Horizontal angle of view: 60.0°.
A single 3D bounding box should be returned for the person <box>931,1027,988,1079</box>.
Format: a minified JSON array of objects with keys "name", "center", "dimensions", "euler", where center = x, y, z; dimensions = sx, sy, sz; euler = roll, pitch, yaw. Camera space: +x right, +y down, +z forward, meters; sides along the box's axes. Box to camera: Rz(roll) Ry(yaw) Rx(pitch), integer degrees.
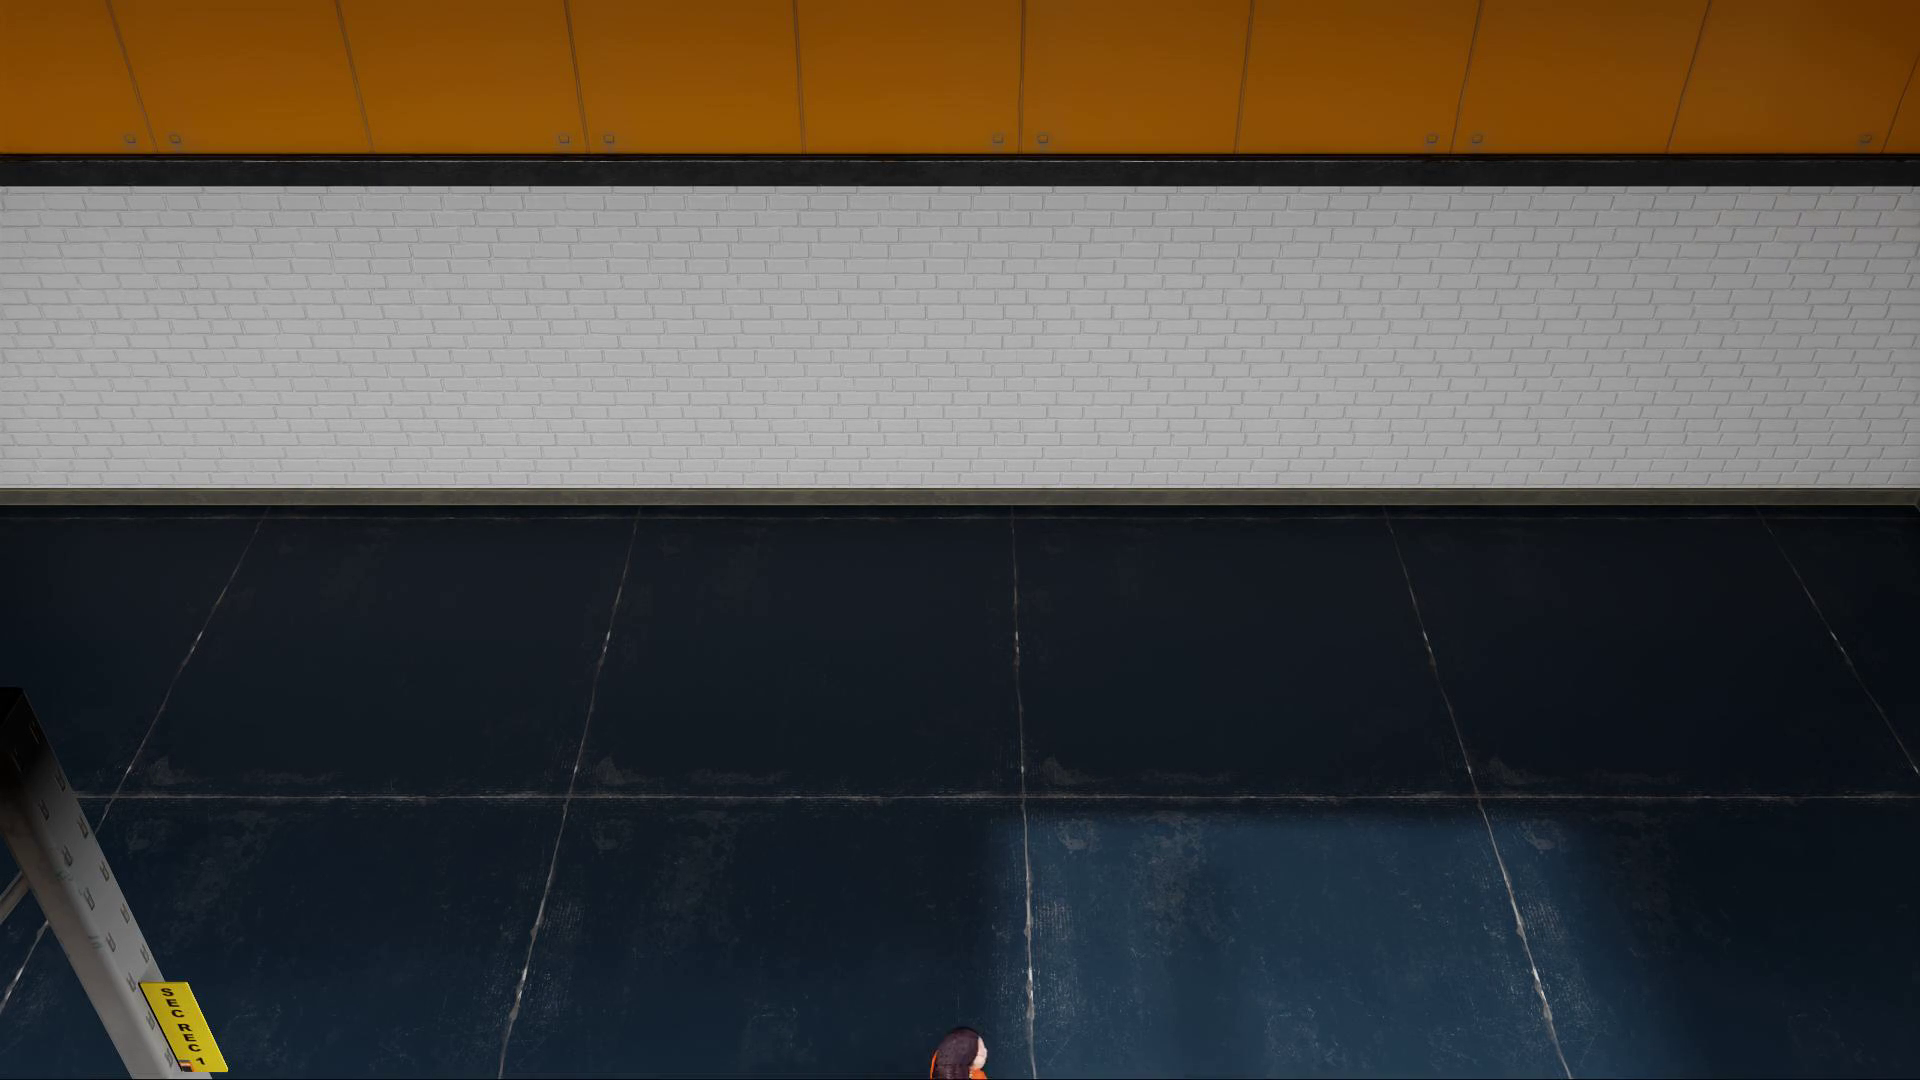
[{"name":"person","center":[-0.088,2.956,8.020],"dimensions":[0.912,1.700,1.128],"euler":[-10,40,-13]}]
